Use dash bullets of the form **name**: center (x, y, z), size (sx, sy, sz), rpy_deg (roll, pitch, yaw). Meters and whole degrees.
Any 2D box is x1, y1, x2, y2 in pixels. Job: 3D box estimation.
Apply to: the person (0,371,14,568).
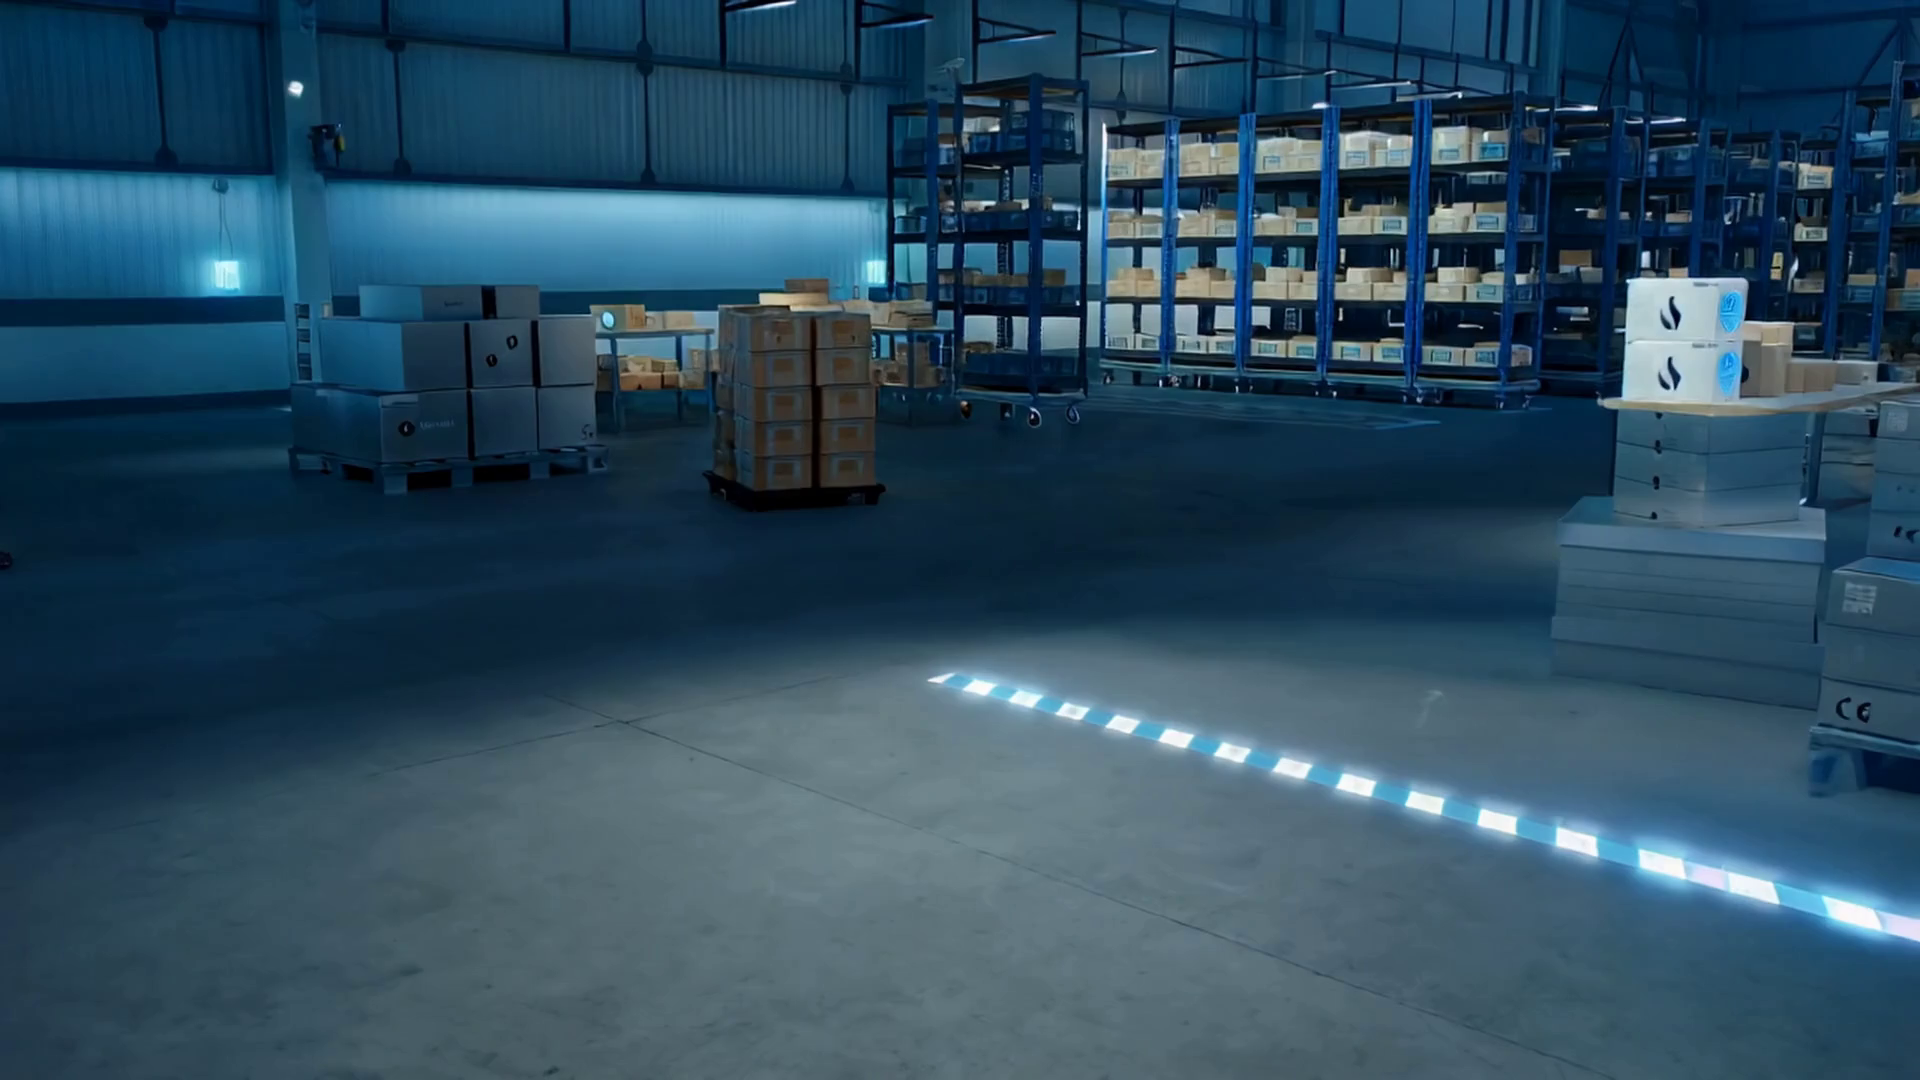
- **person**: center (-5.565, -0.777, 9.080), size (0.605, 1.949, 0.402), rpy_deg (-2, 10, -14)
